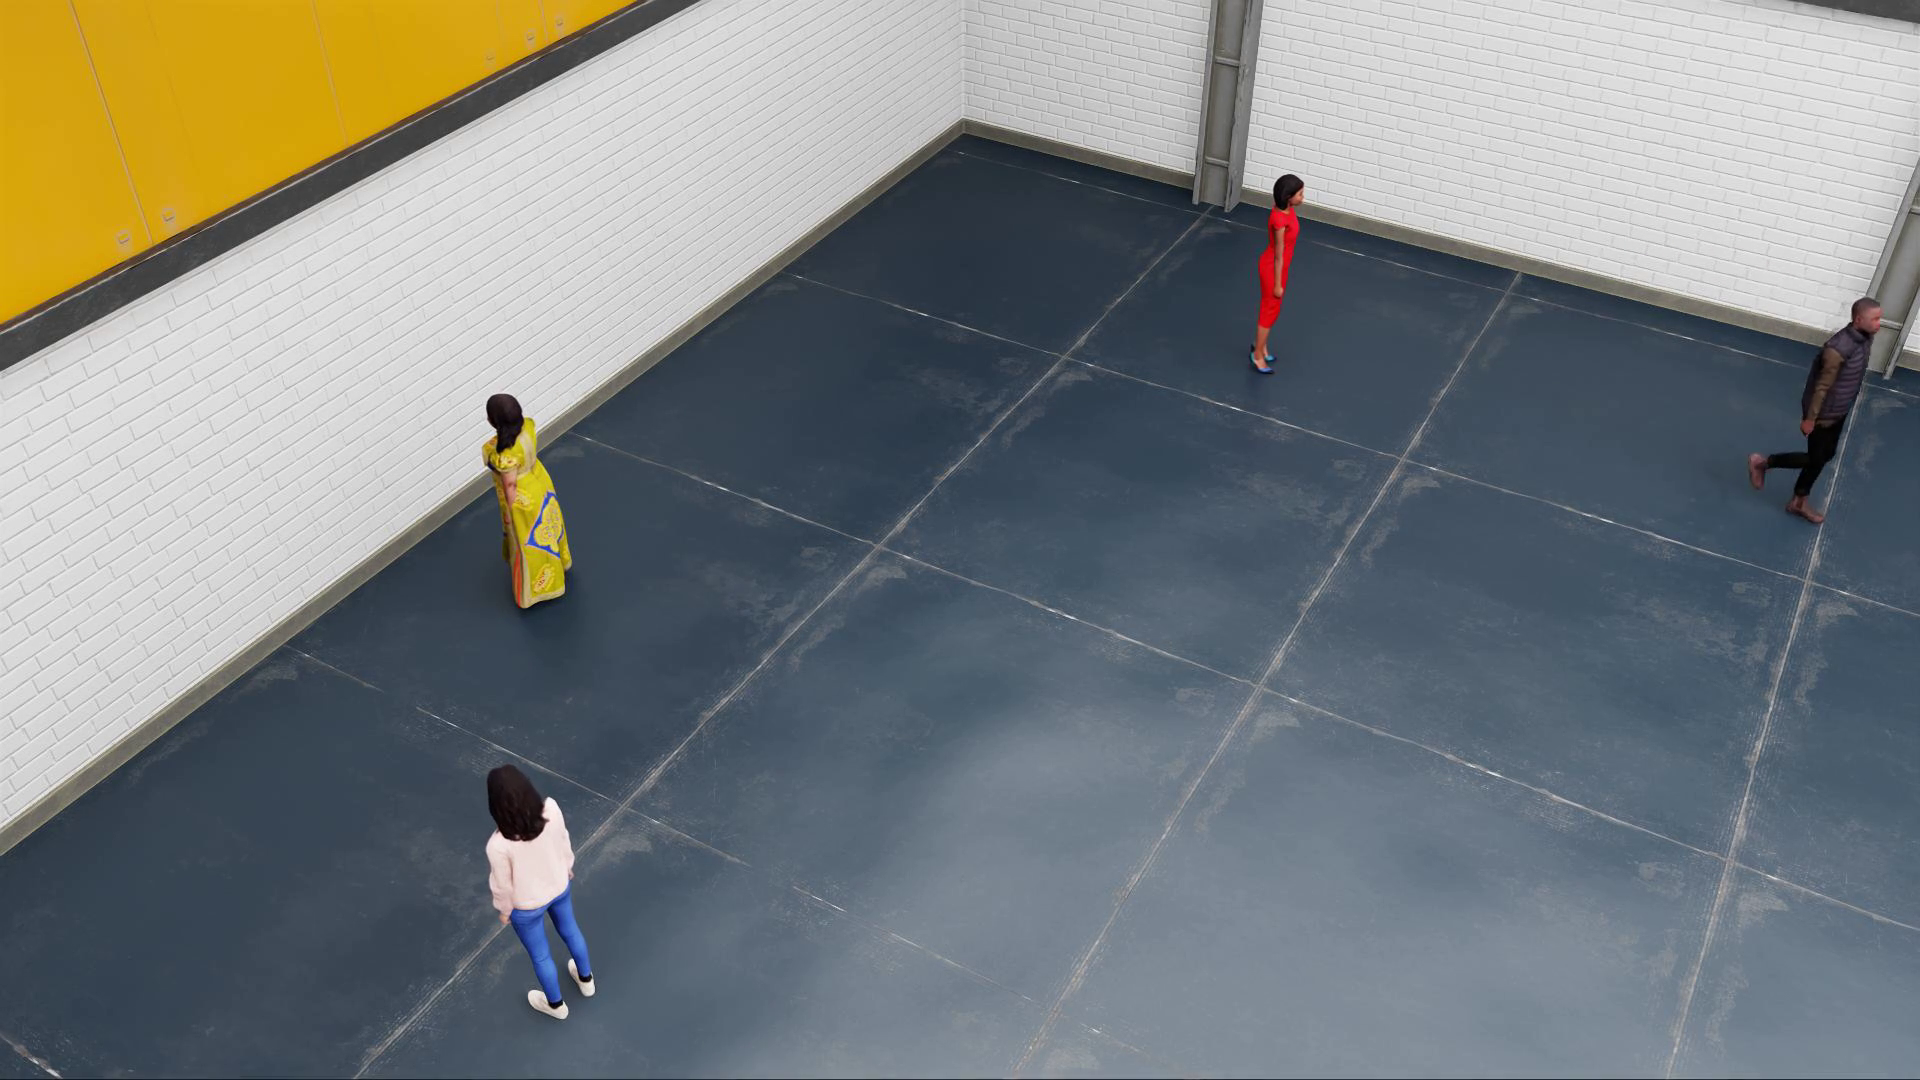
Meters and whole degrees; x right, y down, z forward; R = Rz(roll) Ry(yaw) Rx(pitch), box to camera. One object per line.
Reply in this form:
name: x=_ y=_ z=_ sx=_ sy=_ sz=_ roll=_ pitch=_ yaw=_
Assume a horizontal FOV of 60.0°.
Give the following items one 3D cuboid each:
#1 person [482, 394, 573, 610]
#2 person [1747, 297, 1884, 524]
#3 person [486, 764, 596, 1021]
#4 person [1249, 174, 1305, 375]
person: x=-2.985 y=-0.307 z=11.384 sx=0.945 sy=1.660 sz=0.970 roll=5 pitch=39 yaw=7
person: x=6.231 y=-0.973 z=12.087 sx=0.895 sy=1.824 sz=1.020 roll=-27 pitch=46 yaw=-30
person: x=-2.184 y=1.832 z=8.619 sx=0.617 sy=1.768 sz=0.690 roll=29 pitch=47 yaw=31
person: x=2.581 y=-2.191 z=13.678 sx=0.570 sy=1.741 sz=0.617 roll=11 pitch=40 yaw=14
